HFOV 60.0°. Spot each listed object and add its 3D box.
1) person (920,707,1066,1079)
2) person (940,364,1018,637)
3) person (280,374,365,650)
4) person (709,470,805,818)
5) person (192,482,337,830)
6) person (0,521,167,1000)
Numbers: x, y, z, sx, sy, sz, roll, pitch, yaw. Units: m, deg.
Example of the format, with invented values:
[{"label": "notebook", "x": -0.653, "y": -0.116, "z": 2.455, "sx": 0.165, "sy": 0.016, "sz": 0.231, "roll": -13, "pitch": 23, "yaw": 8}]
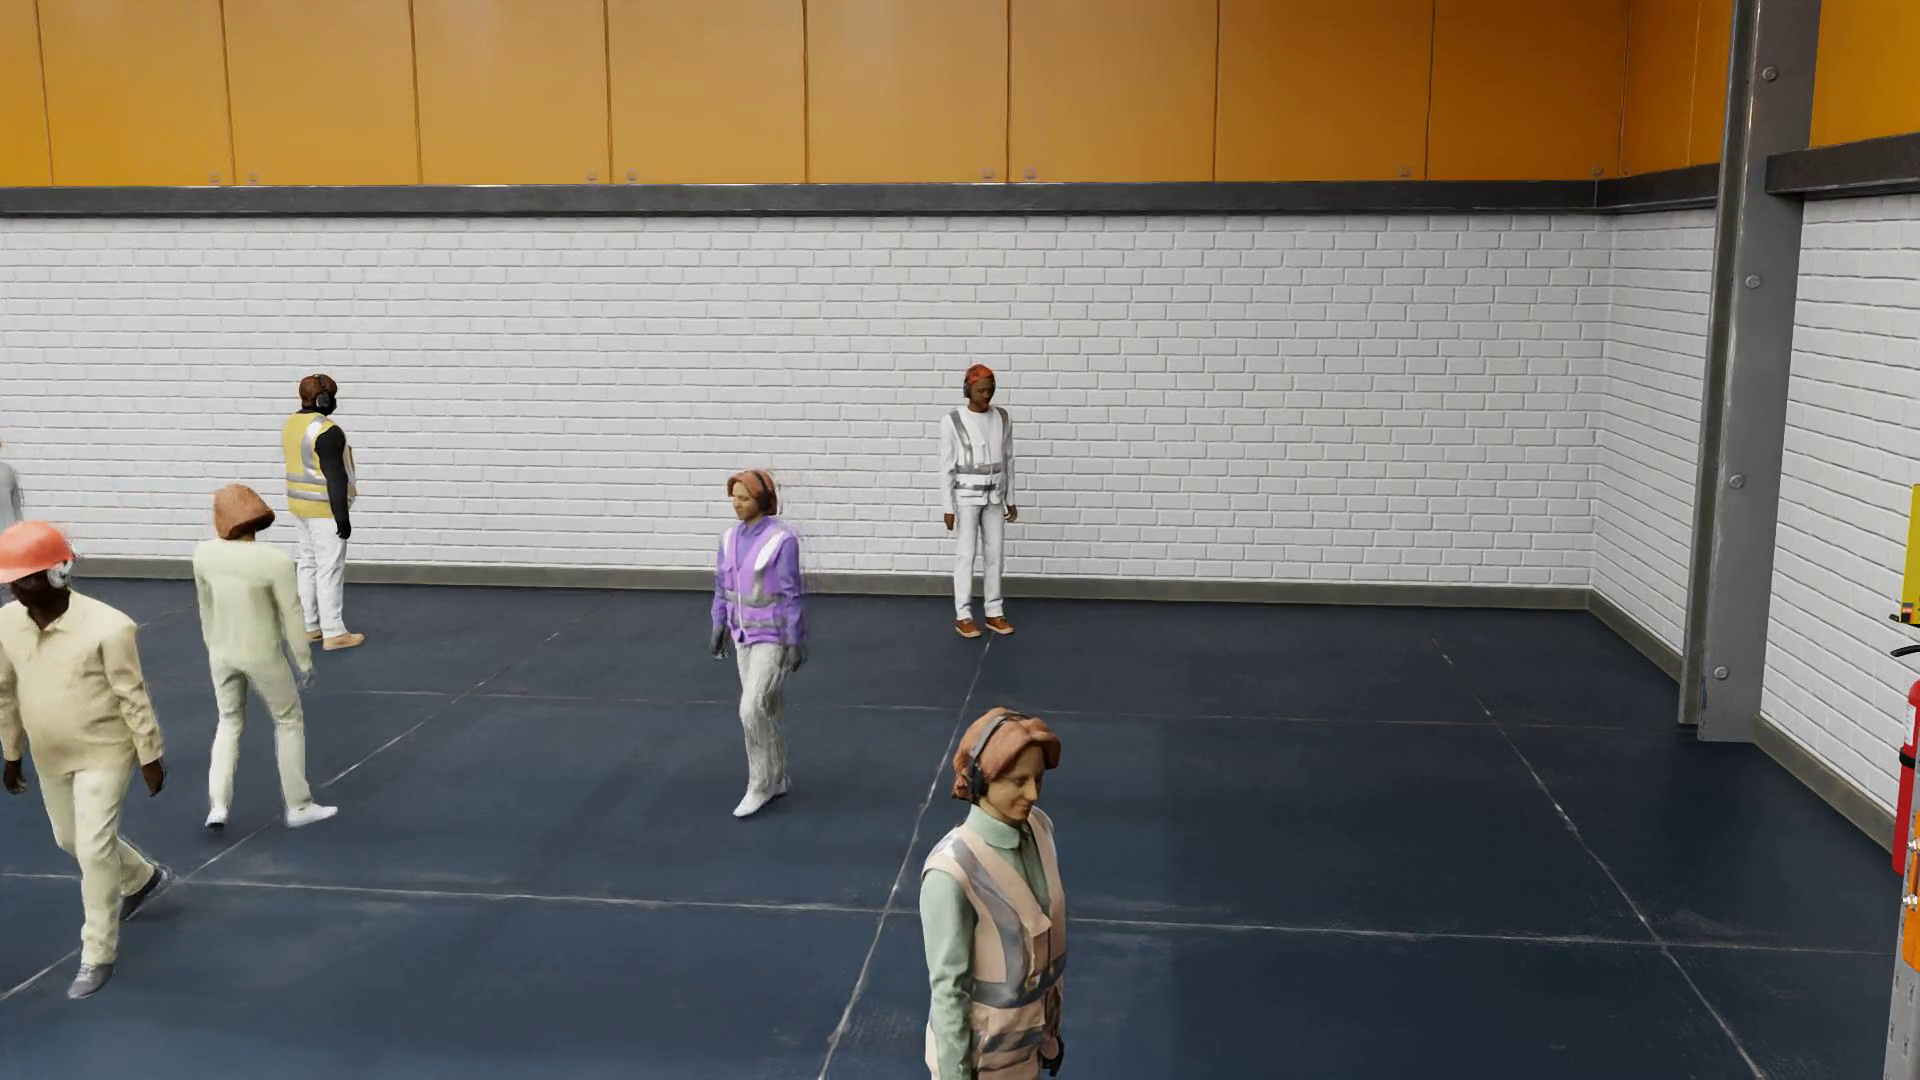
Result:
[{"label": "person", "x": 0.080, "y": 1.183, "z": 3.798, "sx": 0.309, "sy": 1.638, "sz": 0.513, "roll": 5, "pitch": 11, "yaw": 27}, {"label": "person", "x": 0.130, "y": -0.266, "z": 11.414, "sx": 0.585, "sy": 1.879, "sz": 0.374, "roll": -6, "pitch": 12, "yaw": -32}, {"label": "person", "x": -4.251, "y": -0.189, "z": 11.107, "sx": 0.619, "sy": 1.836, "sz": 0.430, "roll": 10, "pitch": 14, "yaw": 44}, {"label": "person", "x": -1.011, "y": 0.485, "z": 7.805, "sx": 0.541, "sy": 1.620, "sz": 0.560, "roll": 10, "pitch": 14, "yaw": 44}, {"label": "person", "x": -3.190, "y": 0.538, "z": 7.529, "sx": 0.566, "sy": 1.622, "sz": 0.467, "roll": 2, "pitch": 10, "yaw": 12}, {"label": "person", "x": -3.186, "y": 0.739, "z": 6.133, "sx": 0.599, "sy": 1.715, "sz": 0.739, "roll": 2, "pitch": 10, "yaw": 10}]
